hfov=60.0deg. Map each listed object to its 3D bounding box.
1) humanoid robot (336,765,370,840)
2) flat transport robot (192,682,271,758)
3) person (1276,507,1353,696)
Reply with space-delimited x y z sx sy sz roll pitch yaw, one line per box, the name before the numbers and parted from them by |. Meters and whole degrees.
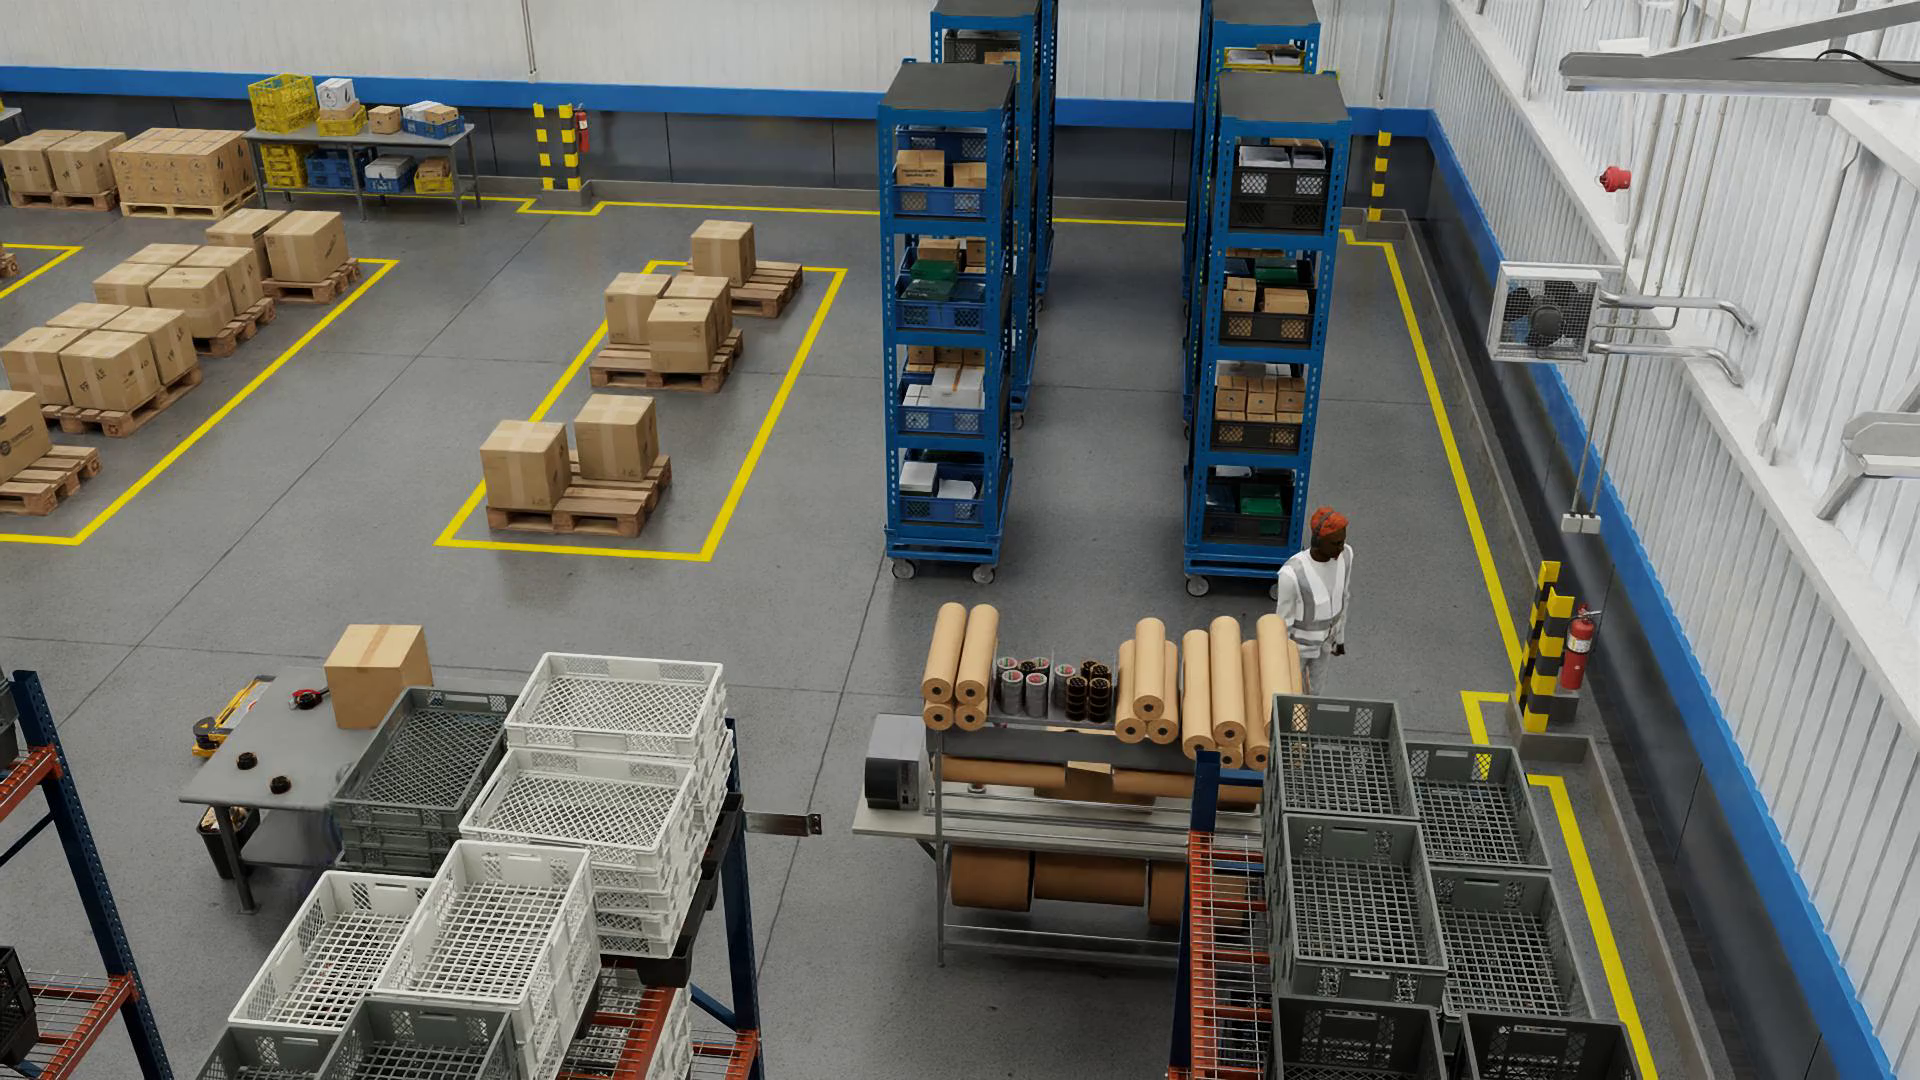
humanoid robot | -2.986 1.755 8.316 0.753 1.636 0.634 -3 30 -5
flat transport robot | -4.089 1.163 10.648 1.431 0.197 0.652 3 30 6
person | 2.089 0.625 10.005 0.572 1.876 0.351 -21 36 -31
